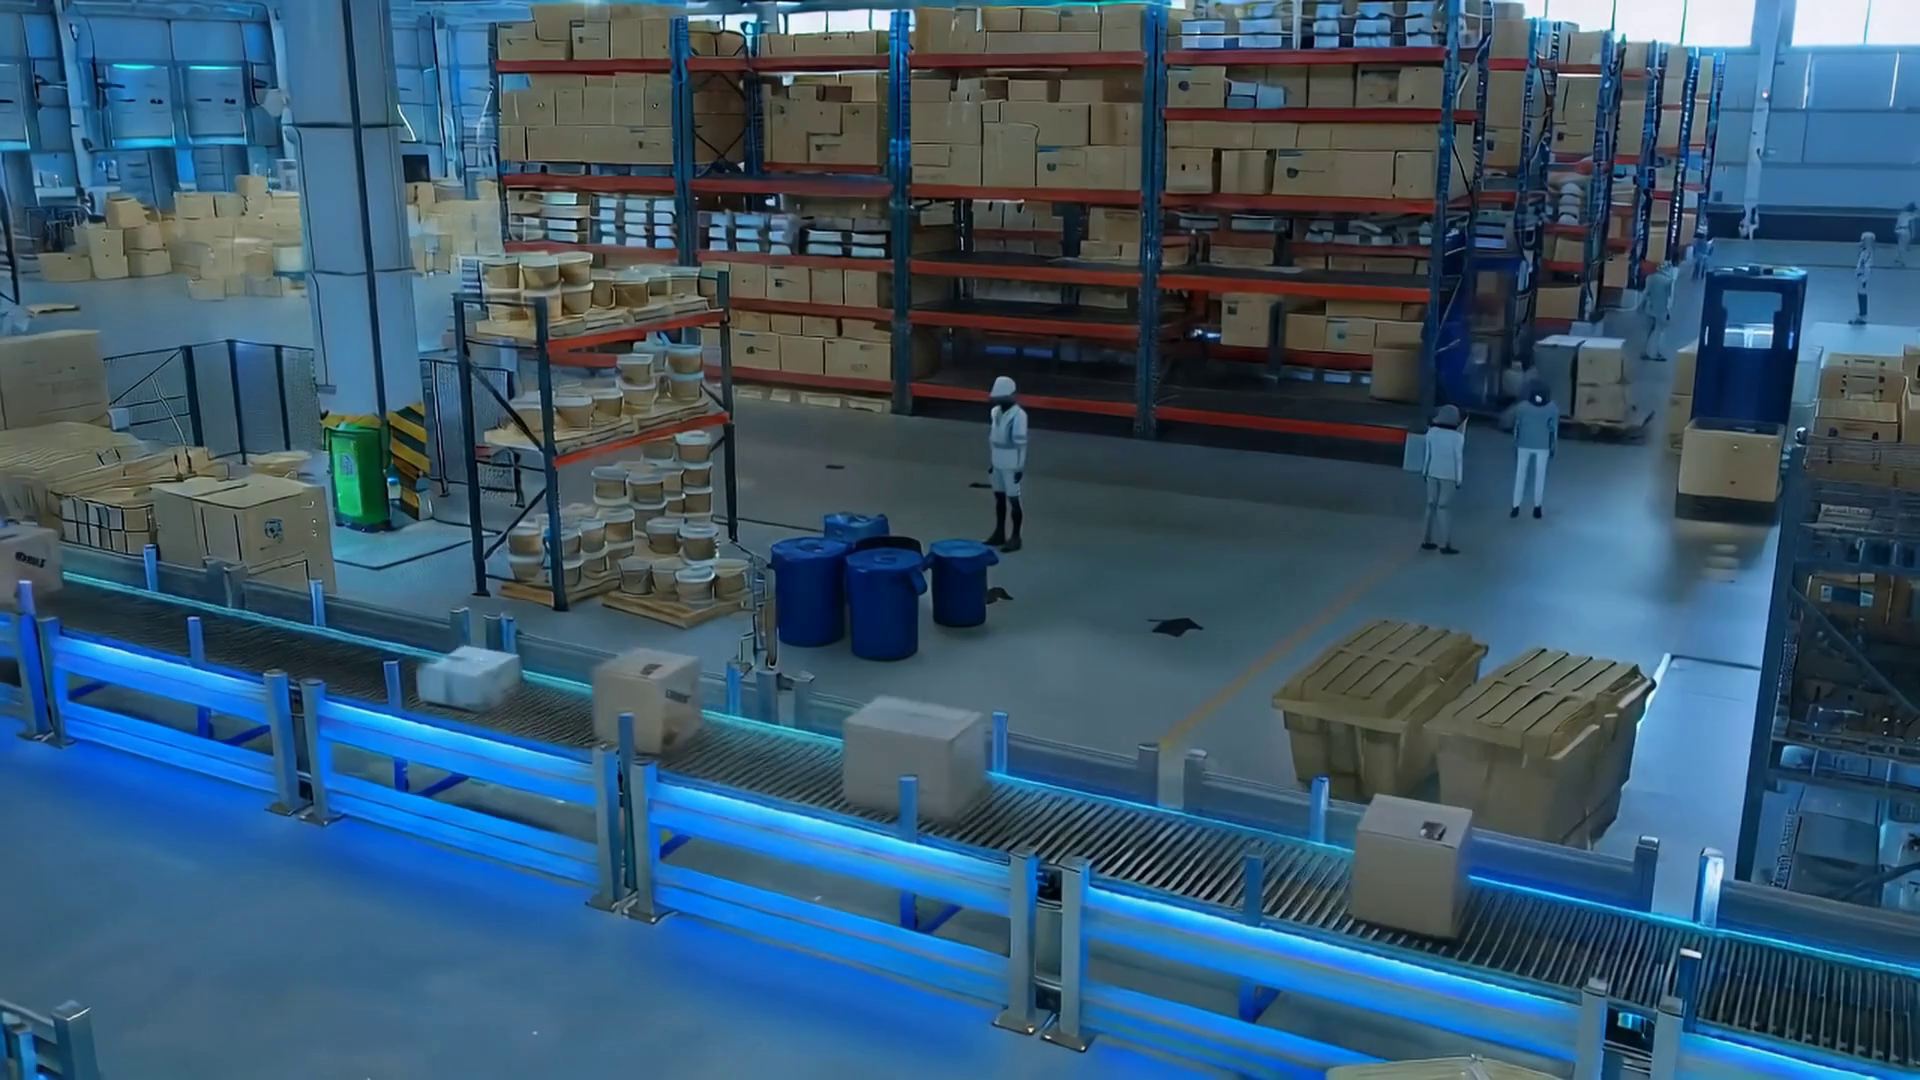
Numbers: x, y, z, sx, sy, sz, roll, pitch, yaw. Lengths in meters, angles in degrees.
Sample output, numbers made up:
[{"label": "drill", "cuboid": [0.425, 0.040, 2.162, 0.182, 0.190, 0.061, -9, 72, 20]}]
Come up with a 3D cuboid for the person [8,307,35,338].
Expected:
[{"label": "person", "cuboid": [-13.406, -2.378, 23.879, 0.436, 1.927, 0.575, -12, 19, -37]}]

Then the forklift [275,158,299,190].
[{"label": "forklift", "cuboid": [-22.628, -11.539, 56.478, 1.873, 2.768, 1.129, 8, 17, 28]}]

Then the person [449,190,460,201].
[{"label": "person", "cuboid": [-16.159, -10.241, 53.402, 0.635, 1.939, 0.366, -11, 18, -35]}]

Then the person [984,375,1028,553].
[{"label": "person", "cuboid": [0.483, -0.826, 18.008, 0.356, 1.939, 0.542, -13, 19, -39]}]

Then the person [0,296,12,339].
[{"label": "person", "cuboid": [-15.508, -3.105, 26.907, 0.533, 1.768, 0.310, 3, 15, 10]}]

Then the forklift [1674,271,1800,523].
[{"label": "forklift", "cuboid": [9.269, -1.763, 19.726, 1.129, 2.768, 1.873, 8, 17, 27]}]

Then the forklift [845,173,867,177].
[{"label": "forklift", "cuboid": [-3.950, -13.443, 63.637, 1.129, 2.768, 1.873, 8, 17, 28]}]

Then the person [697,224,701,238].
[{"label": "person", "cuboid": [-6.811, -7.874, 44.395, 0.622, 1.993, 0.382, -14, 20, -42]}]

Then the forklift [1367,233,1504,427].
[{"label": "forklift", "cuboid": [7.318, -3.251, 25.321, 1.873, 2.768, 1.129, 8, 17, 28]}]

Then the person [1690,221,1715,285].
[{"label": "person", "cuboid": [19.490, -7.515, 43.669, 0.541, 1.670, 0.715, 7, 16, 24]}]

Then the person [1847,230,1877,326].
[{"label": "person", "cuboid": [19.542, -5.661, 35.987, 0.374, 2.043, 0.611, 5, 16, 19]}]

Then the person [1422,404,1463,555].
[{"label": "person", "cuboid": [5.214, -0.662, 17.974, 0.286, 1.633, 0.501, -9, 18, -31]}]

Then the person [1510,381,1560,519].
[{"label": "person", "cuboid": [6.721, -1.060, 19.472, 0.499, 1.633, 0.281, 5, 16, 18]}]

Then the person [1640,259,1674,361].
[{"label": "person", "cuboid": [13.094, -4.300, 31.152, 0.399, 1.899, 0.646, -6, 16, -23]}]

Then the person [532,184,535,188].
[{"label": "person", "cuboid": [-17.006, -13.480, 66.059, 0.530, 1.689, 0.322, 3, 15, 10]}]

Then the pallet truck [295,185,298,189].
[{"label": "pallet truck", "cuboid": [-26.804, -14.617, 69.738, 1.885, 1.965, 0.823, -14, 20, -42]}]

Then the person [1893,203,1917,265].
[{"label": "person", "cuboid": [28.044, -9.087, 49.358, 0.662, 1.798, 0.626, -4, 15, -14]}]
